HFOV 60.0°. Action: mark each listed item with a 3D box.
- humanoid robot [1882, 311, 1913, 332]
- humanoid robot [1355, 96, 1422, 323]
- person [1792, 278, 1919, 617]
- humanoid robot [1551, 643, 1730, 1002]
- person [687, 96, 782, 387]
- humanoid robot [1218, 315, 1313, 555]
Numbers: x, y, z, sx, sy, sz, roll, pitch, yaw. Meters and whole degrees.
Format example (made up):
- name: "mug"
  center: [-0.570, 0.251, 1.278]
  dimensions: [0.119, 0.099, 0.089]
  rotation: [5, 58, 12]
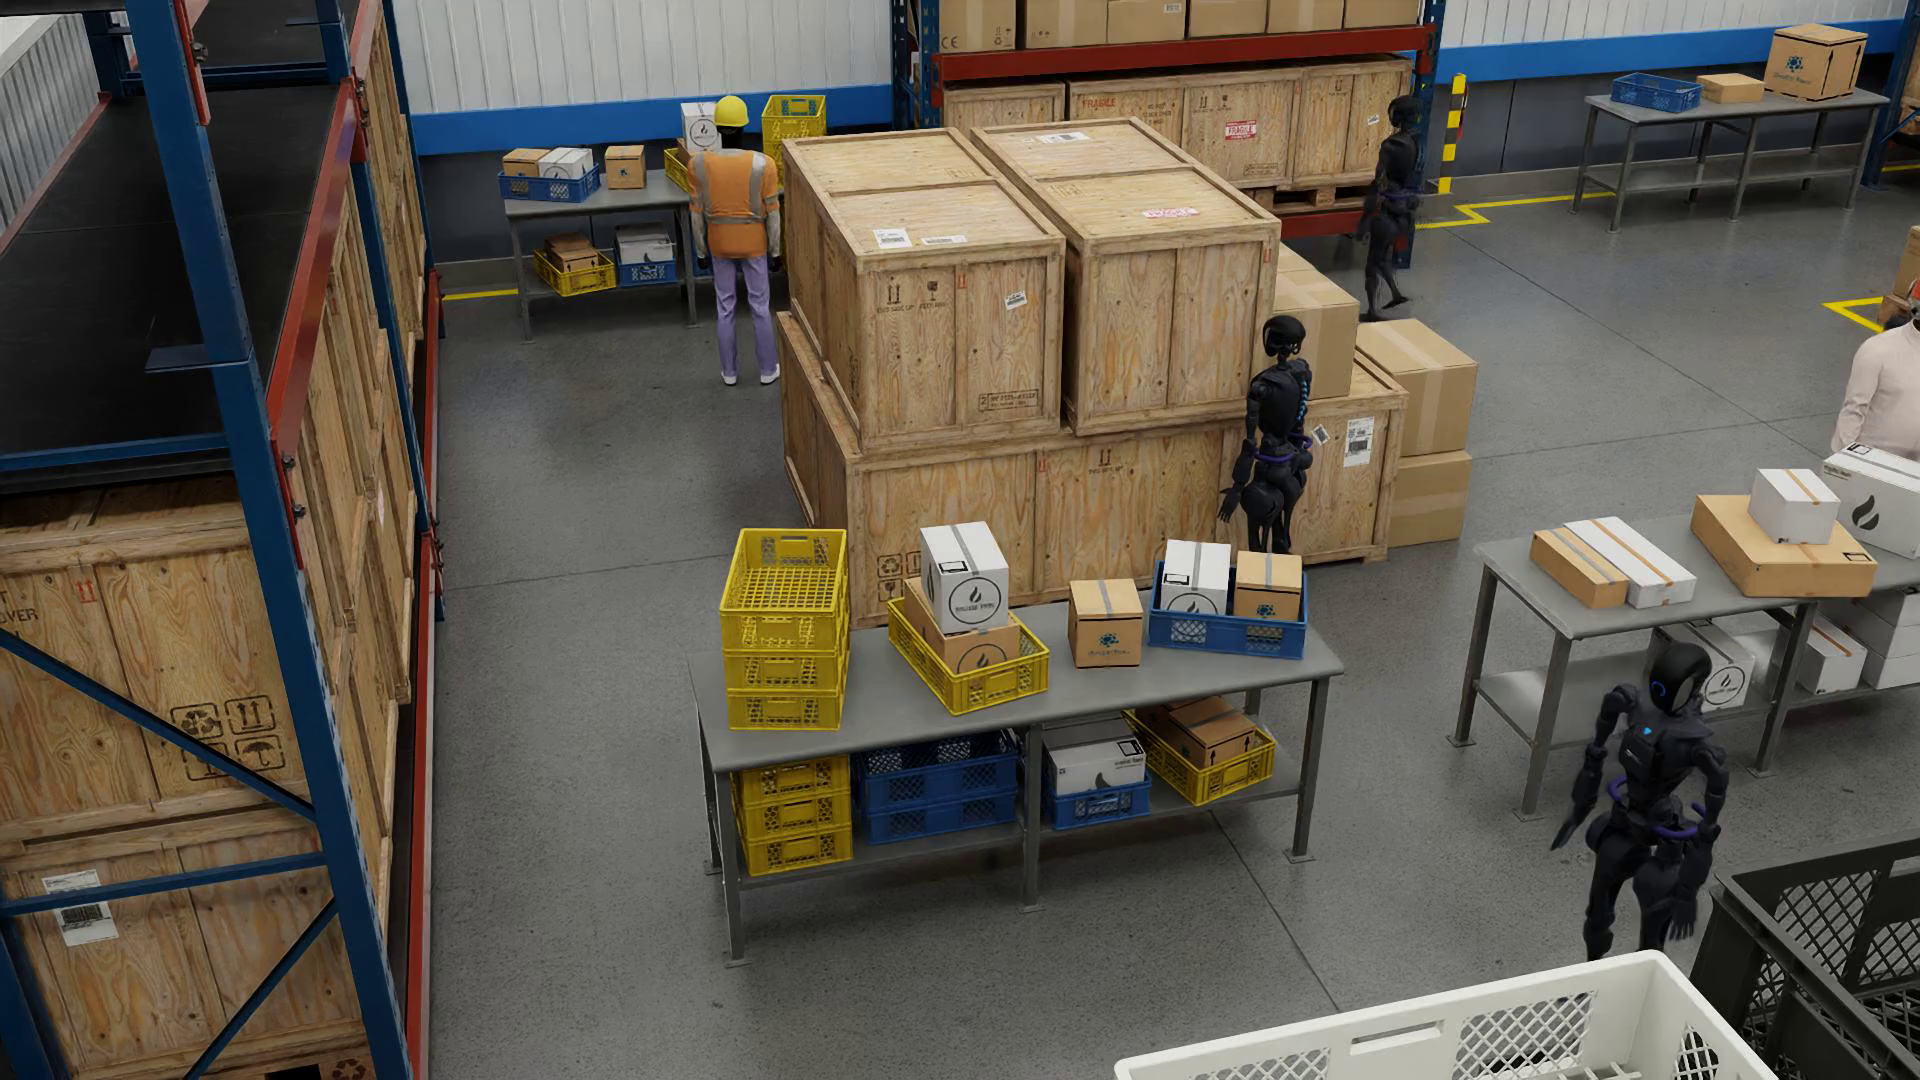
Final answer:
- name: "humanoid robot"
  center: [5.100, -0.680, 8.903]
  dimensions: [0.586, 1.653, 0.467]
  rotation: [-3, 29, -6]
- name: "humanoid robot"
  center: [3.094, -2.371, 11.960]
  dimensions: [0.357, 1.651, 0.639]
  rotation: [23, 36, 35]
- name: "person"
  center: [4.504, -0.393, 8.057]
  dimensions: [0.615, 1.986, 0.405]
  rotation: [-6, 29, -10]
- name: "humanoid robot"
  center: [2.352, 1.053, 5.744]
  dimensions: [0.348, 1.652, 0.575]
  rotation: [-13, 31, -22]
- name: "person"
  center: [-1.460, -1.938, 10.916]
  dimensions: [0.587, 1.927, 0.384]
  rotation: [1, 29, 1]
- name: "humanoid robot"
  center: [1.533, -0.328, 8.238]
  dimensions: [0.321, 1.657, 0.598]
  rotation: [22, 36, 34]
